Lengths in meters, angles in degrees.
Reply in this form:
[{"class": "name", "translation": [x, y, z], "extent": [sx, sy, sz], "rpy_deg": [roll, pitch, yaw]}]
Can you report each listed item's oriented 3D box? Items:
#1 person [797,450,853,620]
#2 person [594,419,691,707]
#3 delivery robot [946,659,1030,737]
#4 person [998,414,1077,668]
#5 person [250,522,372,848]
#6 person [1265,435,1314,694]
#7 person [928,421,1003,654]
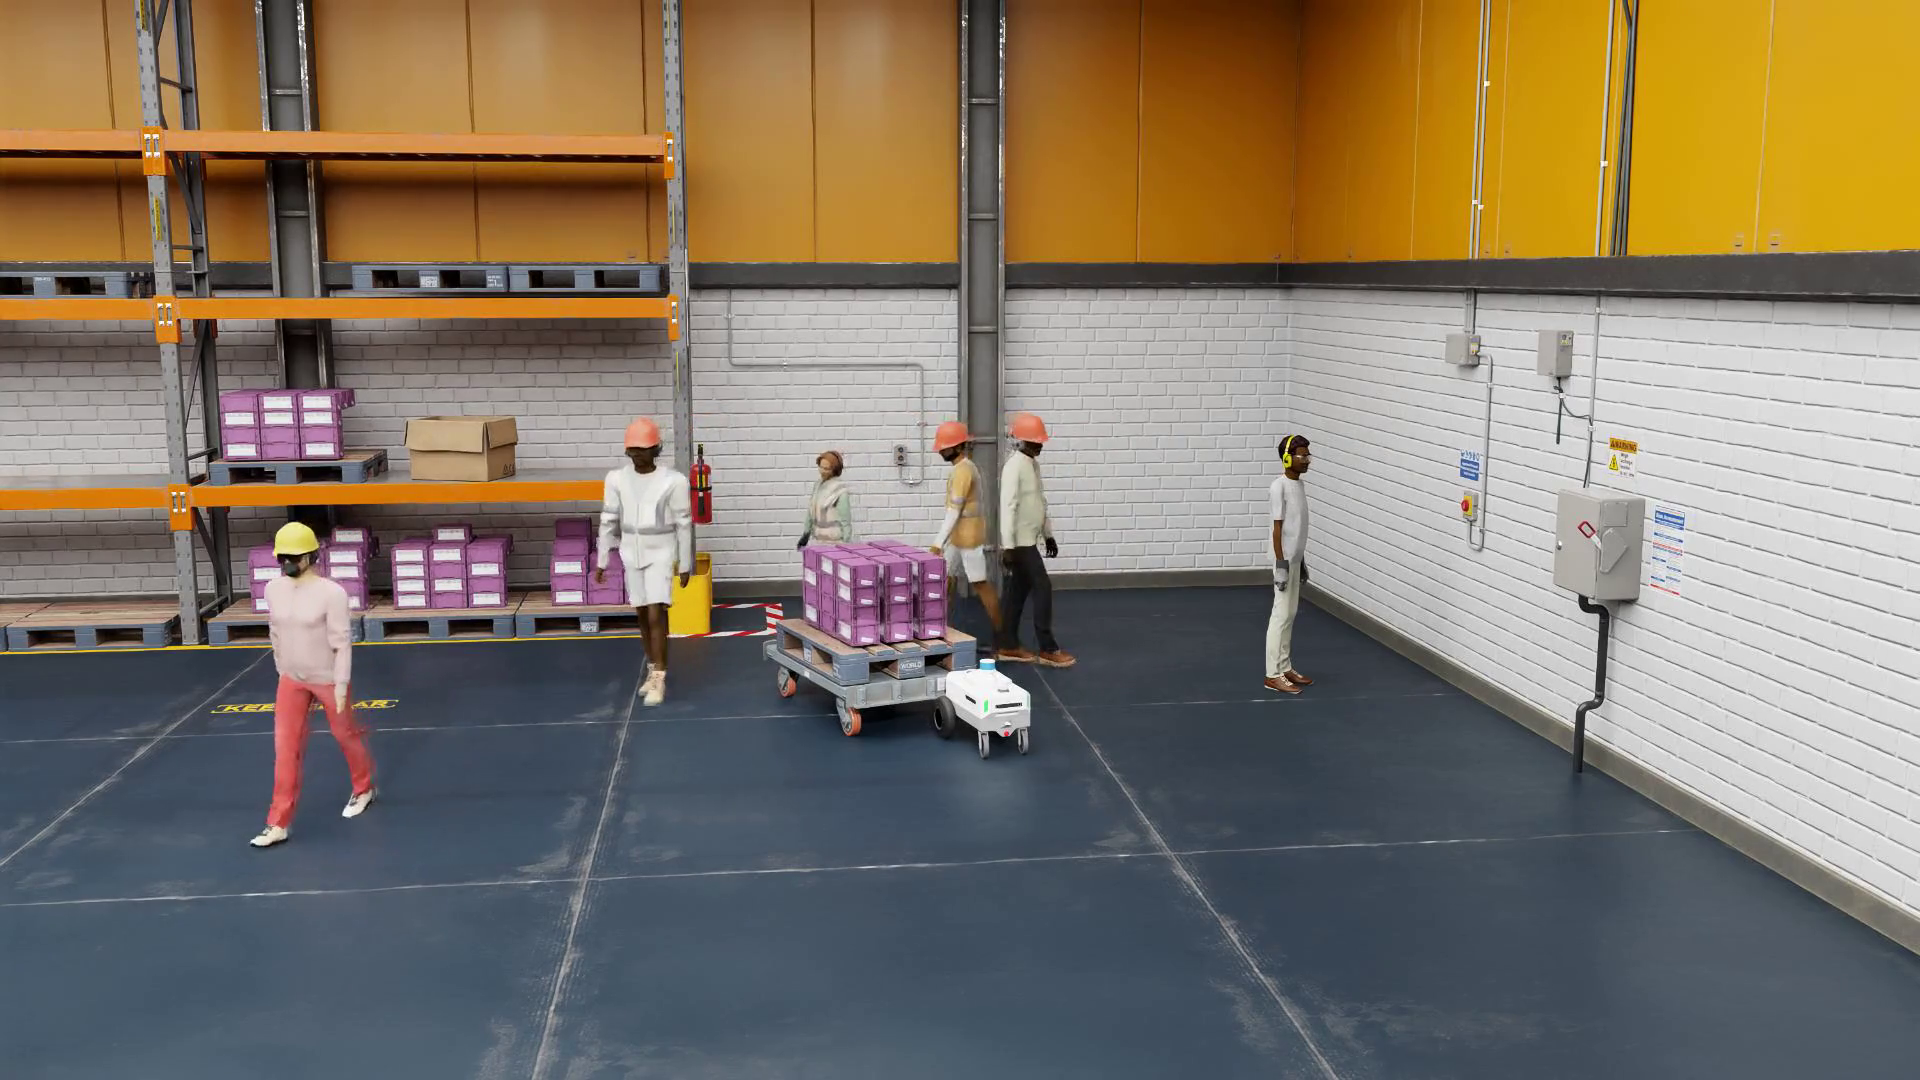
[{"class": "person", "translation": [-1.032, 0.033, 13.788], "extent": [0.850, 1.590, 0.571], "rpy_deg": [-4, 10, -25]}, {"class": "person", "translation": [-2.252, 0.161, 11.713], "extent": [0.635, 2.014, 0.814], "rpy_deg": [3, 9, 16]}, {"class": "delivery robot", "translation": [0.176, 1.007, 10.664], "extent": [0.477, 0.478, 0.707], "rpy_deg": [-3, 10, -21]}, {"class": "person", "translation": [0.617, 0.012, 12.804], "extent": [0.764, 1.953, 0.622], "rpy_deg": [2, 9, 14]}, {"class": "person", "translation": [-3.495, 0.743, 8.990], "extent": [0.534, 1.714, 0.917], "rpy_deg": [2, 9, 12]}, {"class": "person", "translation": [2.413, 0.166, 12.115], "extent": [0.328, 1.872, 0.513], "rpy_deg": [5, 10, 28]}, {"class": "person", "translation": [-0.023, -0.010, 13.206], "extent": [0.958, 1.870, 0.543], "rpy_deg": [-1, 9, -6]}]
